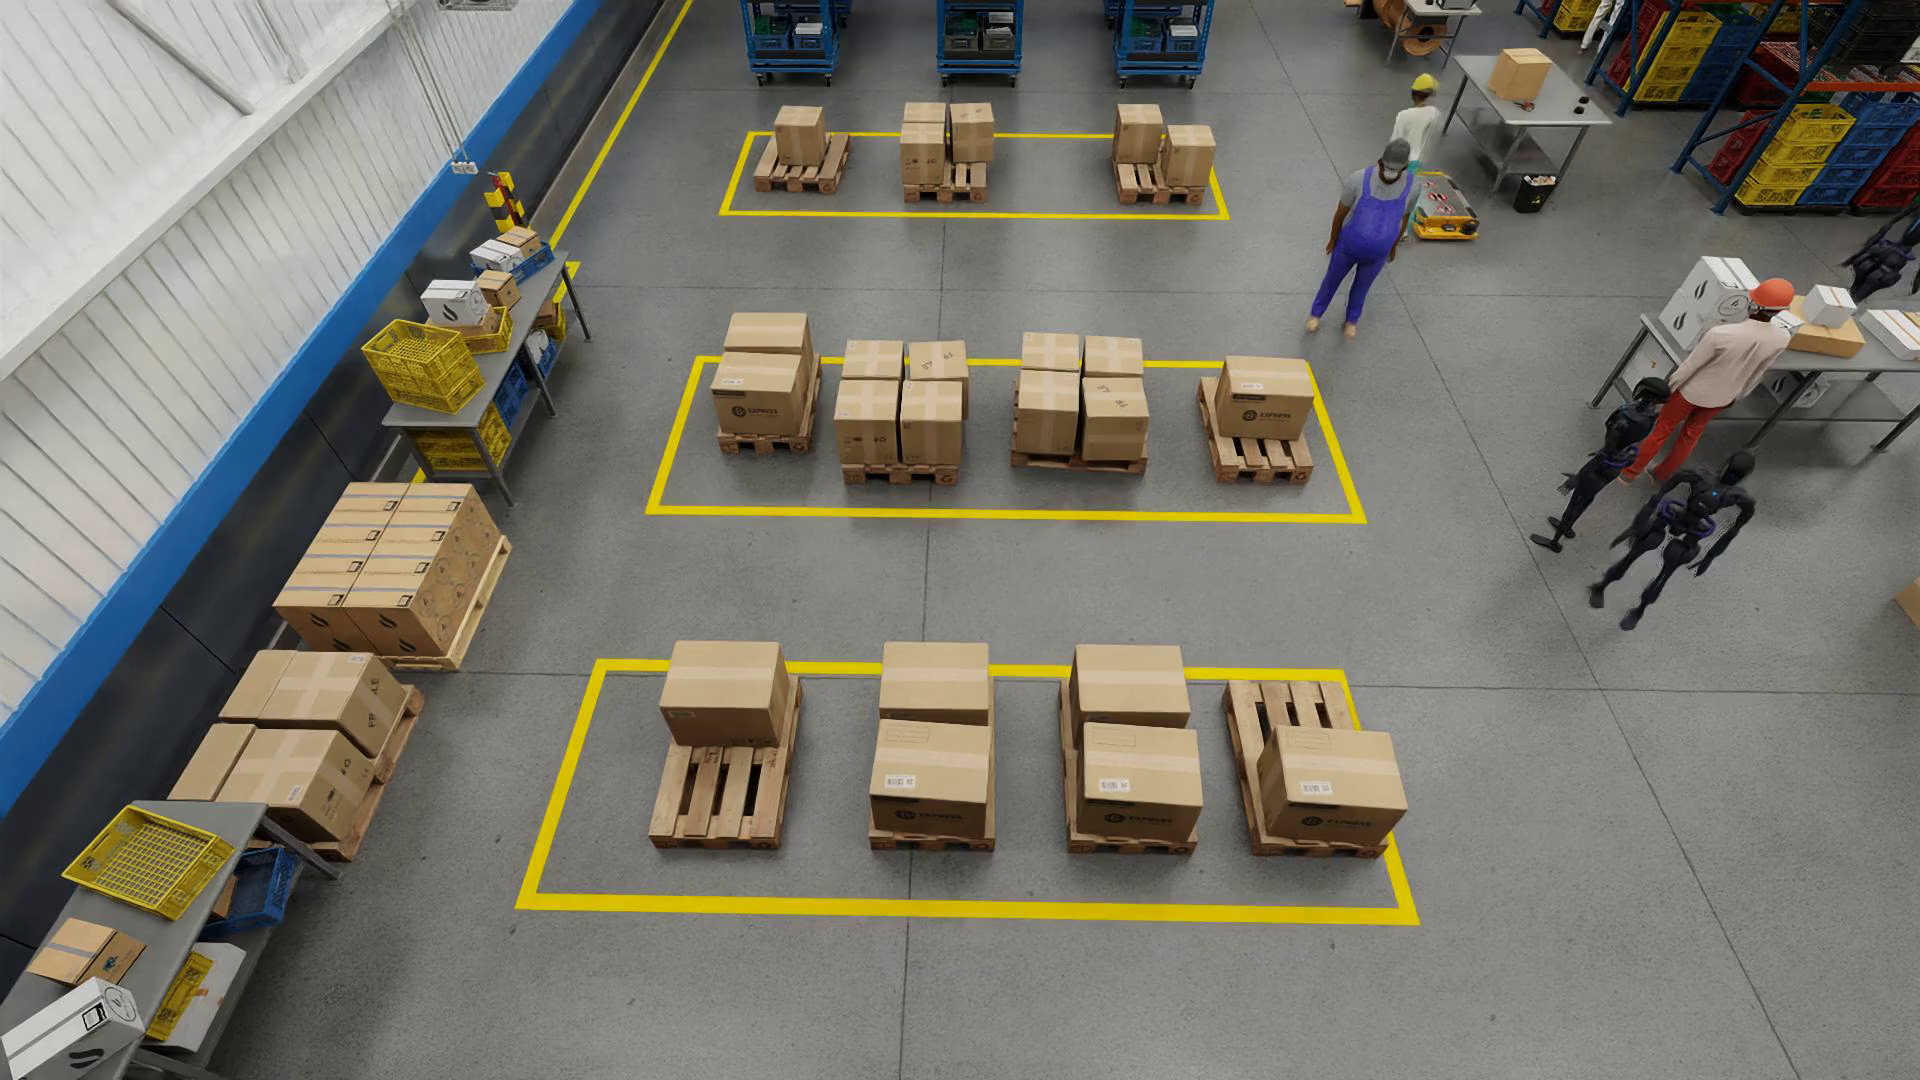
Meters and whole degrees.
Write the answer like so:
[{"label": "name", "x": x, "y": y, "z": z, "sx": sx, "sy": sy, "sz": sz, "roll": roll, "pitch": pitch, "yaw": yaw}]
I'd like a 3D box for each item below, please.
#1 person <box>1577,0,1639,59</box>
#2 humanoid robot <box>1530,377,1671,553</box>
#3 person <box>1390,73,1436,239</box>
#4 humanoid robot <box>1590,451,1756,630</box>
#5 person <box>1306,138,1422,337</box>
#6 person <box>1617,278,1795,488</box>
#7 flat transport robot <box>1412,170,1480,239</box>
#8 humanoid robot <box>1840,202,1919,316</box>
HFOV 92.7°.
[{"label": "person", "x": 9.766, "y": -8.145, "z": 13.516, "sx": 0.359, "sy": 1.883, "sz": 0.572, "roll": -32, "pitch": 56, "yaw": -25}, {"label": "humanoid robot", "x": 4.951, "y": -0.578, "z": 7.092, "sx": 0.602, "sy": 1.657, "sz": 0.324, "roll": -30, "pitch": 55, "yaw": -23}, {"label": "person", "x": 4.987, "y": -4.289, "z": 10.283, "sx": 0.537, "sy": 1.708, "sz": 0.939, "roll": -12, "pitch": 50, "yaw": -10}, {"label": "humanoid robot", "x": 5.123, "y": 0.007, "z": 6.596, "sx": 0.424, "sy": 1.650, "sz": 0.587, "roll": -35, "pitch": 57, "yaw": -26}, {"label": "person", "x": 3.910, "y": -2.868, "z": 8.845, "sx": 0.685, "sy": 2.000, "sz": 0.536, "roll": 10, "pitch": 50, "yaw": 9}, {"label": "person", "x": 6.055, "y": -1.230, "z": 7.466, "sx": 0.615, "sy": 1.986, "sz": 0.405, "roll": 3, "pitch": 49, "yaw": 3}, {"label": "flat transport robot", "x": 5.692, "y": -4.094, "z": 11.059, "sx": 0.652, "sy": 0.197, "sz": 1.431, "roll": 1, "pitch": 49, "yaw": 1}, {"label": "humanoid robot", "x": 9.059, "y": -2.705, "z": 8.976, "sx": 0.766, "sy": 1.609, "sz": 0.574, "roll": -7, "pitch": 49, "yaw": -6}]
